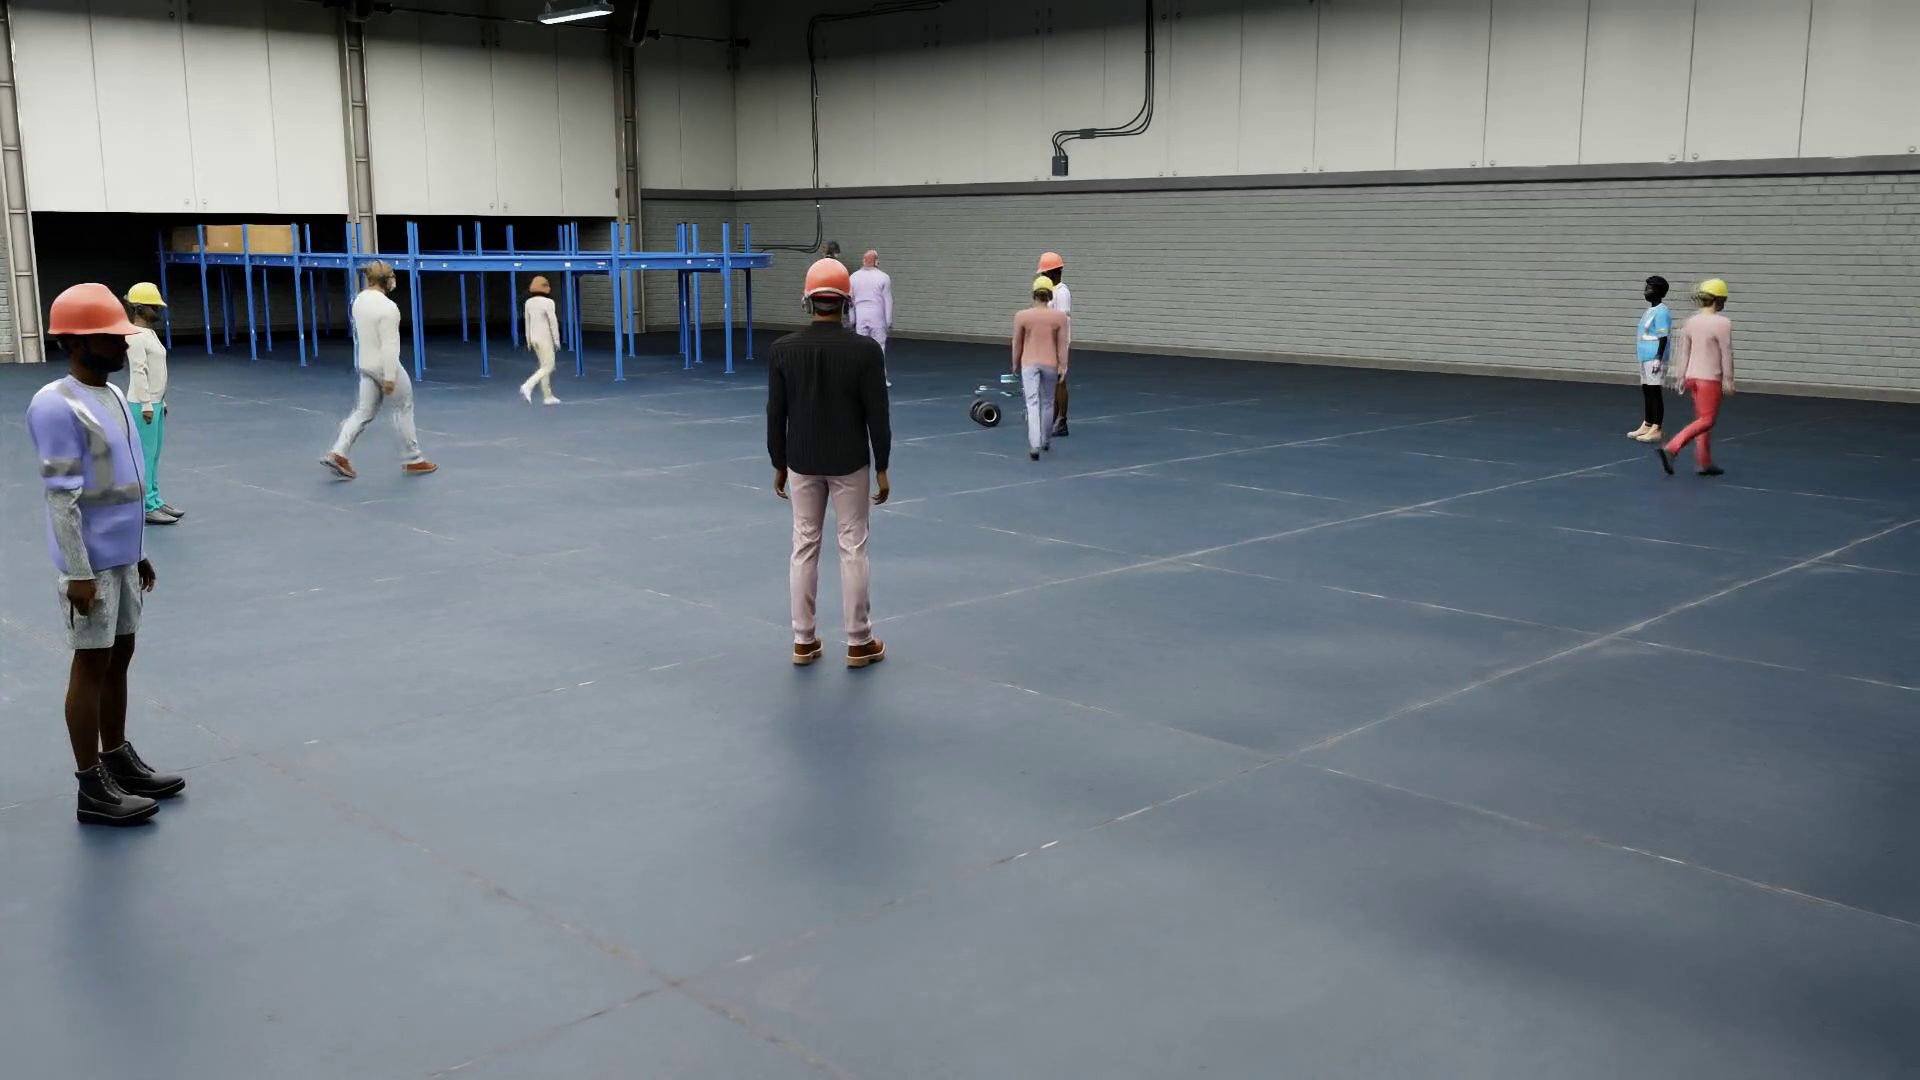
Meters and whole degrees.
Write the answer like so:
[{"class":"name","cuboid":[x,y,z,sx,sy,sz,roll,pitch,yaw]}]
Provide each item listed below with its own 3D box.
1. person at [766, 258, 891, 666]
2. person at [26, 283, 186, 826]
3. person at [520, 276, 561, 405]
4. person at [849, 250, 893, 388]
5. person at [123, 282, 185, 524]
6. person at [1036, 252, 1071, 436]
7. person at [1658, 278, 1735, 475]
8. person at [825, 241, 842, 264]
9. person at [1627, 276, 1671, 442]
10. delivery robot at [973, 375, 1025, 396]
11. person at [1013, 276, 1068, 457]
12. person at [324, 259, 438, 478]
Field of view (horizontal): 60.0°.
[{"class":"person","cuboid":[-0.637,-0.377,8.203,0.623,1.994,0.382,2,11,13]},{"class":"person","cuboid":[-3.105,0.044,6.064,0.362,1.939,0.542,-1,10,-4]},{"class":"person","cuboid":[-5.231,-2.469,20.652,0.508,1.612,0.640,8,13,37]},{"class":"person","cuboid":[-1.226,-3.082,23.208,0.651,1.904,0.403,4,11,19]},{"class":"person","cuboid":[-5.986,-1.015,12.317,0.311,1.768,0.524,-3,11,-15]},{"class":"person","cuboid":[0.983,-2.079,17.674,0.369,1.929,0.542,-2,11,-13]},{"class":"person","cuboid":[6.474,-1.420,14.580,0.721,1.740,0.523,-2,11,-13]},{"class":"person","cuboid":[-2.630,-5.248,34.764,0.570,2.000,0.803,1,10,6]},{"class":"person","cuboid":[7.127,-1.865,17.135,0.315,1.695,0.541,1,10,6]},{"class":"delivery robot","cuboid":[0.511,-1.745,18.747,0.698,0.223,0.335,-2,11,-11]},{"class":"person","cuboid":[0.775,-1.679,16.058,0.524,1.721,0.911,-1,10,-3]},{"class":"person","cuboid":[-5.107,-1.493,14.539,0.628,1.911,0.952,8,13,39]}]
